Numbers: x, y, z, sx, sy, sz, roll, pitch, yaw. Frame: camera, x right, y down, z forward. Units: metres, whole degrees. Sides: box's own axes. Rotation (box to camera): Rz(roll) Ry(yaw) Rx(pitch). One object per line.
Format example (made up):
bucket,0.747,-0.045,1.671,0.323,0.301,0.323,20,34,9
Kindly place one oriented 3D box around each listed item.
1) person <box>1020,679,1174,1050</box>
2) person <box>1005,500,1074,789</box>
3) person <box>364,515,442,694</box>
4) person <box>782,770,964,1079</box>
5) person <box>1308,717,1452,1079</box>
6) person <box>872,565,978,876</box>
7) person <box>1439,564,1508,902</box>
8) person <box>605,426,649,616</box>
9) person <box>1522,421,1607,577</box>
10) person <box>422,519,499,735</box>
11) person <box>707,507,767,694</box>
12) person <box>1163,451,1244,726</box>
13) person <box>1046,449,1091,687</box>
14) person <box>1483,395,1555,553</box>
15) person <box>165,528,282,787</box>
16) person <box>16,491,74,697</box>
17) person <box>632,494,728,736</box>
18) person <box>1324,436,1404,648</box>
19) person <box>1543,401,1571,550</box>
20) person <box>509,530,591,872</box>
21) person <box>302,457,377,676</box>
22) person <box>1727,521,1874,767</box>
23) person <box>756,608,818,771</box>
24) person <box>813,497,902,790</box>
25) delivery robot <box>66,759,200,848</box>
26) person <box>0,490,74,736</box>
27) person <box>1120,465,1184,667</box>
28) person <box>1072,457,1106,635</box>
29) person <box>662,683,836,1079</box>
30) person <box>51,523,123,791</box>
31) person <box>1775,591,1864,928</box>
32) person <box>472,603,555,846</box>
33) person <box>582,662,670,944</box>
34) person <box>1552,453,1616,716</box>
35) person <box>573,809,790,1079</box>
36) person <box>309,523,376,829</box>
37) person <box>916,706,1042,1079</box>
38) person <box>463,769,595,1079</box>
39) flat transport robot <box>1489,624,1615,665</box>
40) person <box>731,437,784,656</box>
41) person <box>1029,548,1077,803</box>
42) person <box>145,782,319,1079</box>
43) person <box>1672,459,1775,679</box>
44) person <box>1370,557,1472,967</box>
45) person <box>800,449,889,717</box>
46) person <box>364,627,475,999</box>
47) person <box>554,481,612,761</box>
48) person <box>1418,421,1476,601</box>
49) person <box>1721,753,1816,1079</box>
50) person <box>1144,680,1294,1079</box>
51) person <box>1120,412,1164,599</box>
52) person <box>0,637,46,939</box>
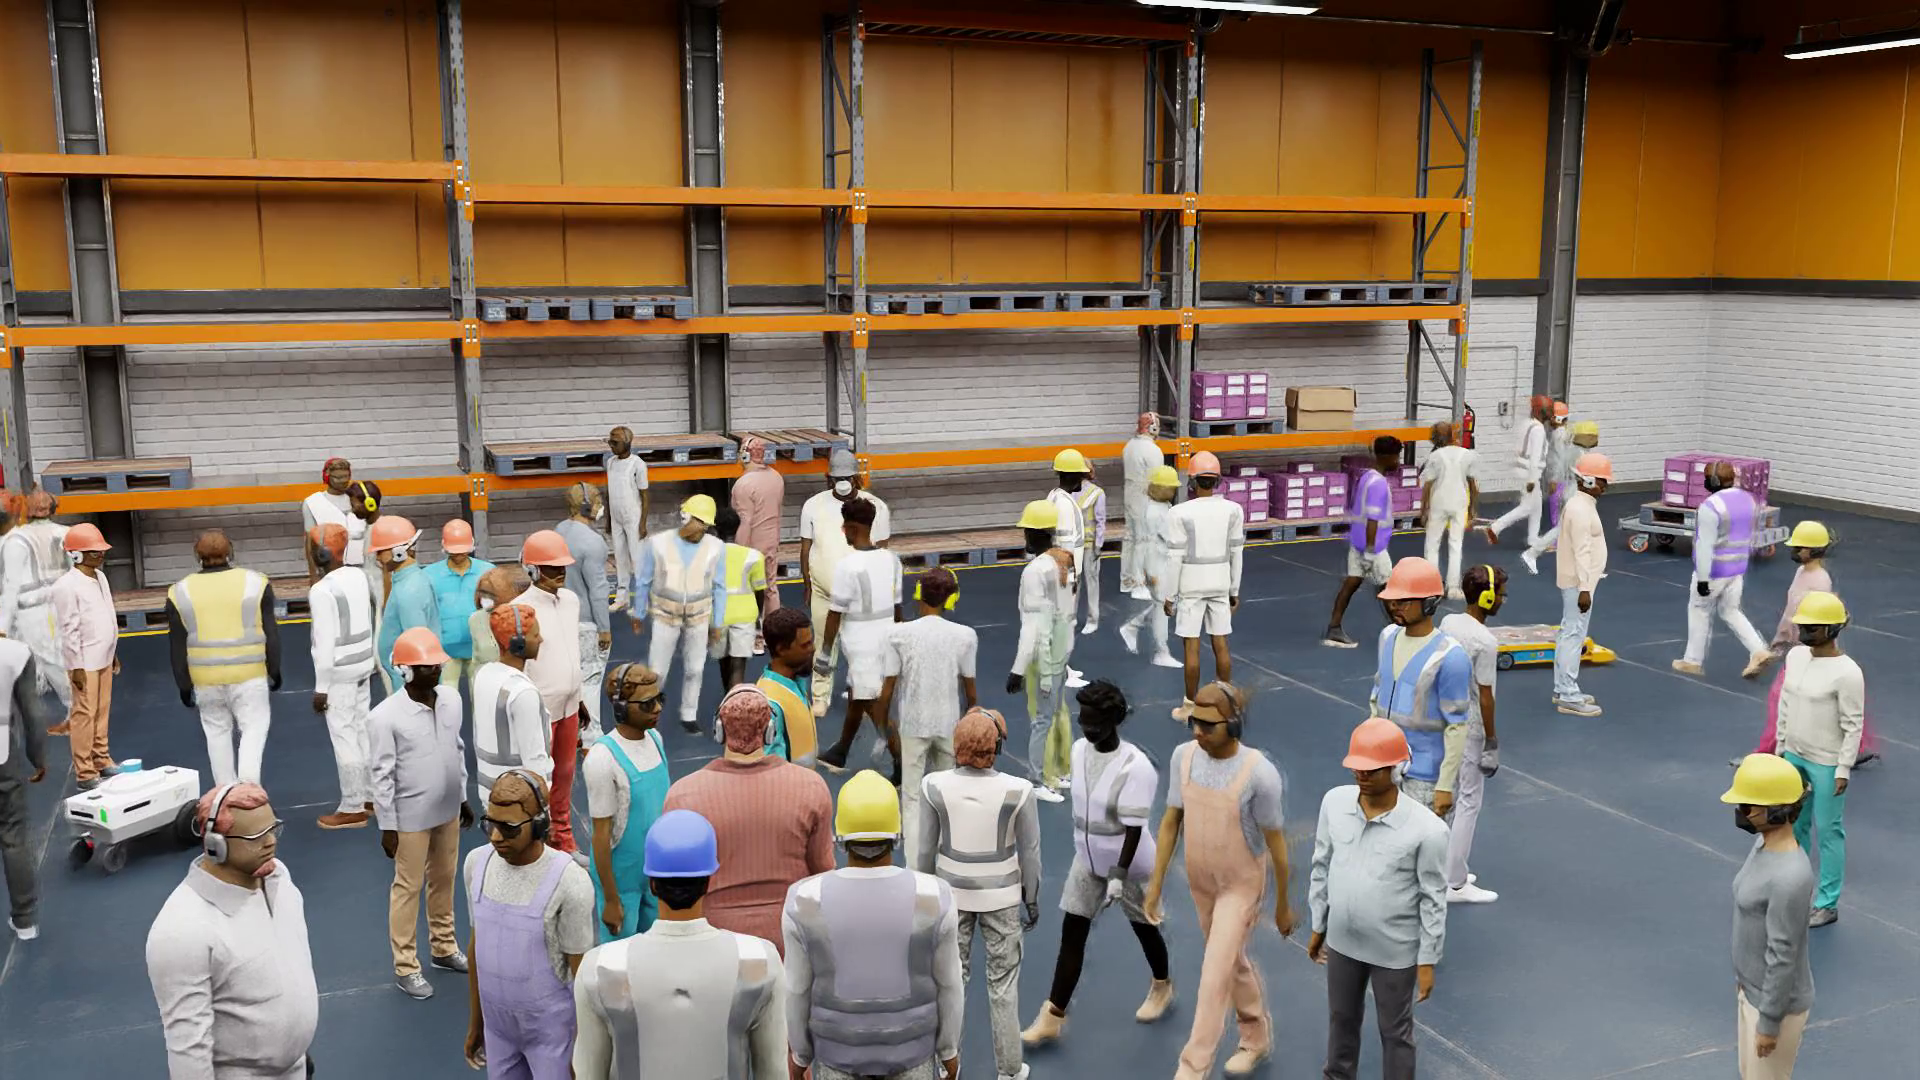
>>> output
person,0.662,1.419,7.367,0.870,1.646,0.537,-9,13,-41
person,0.530,0.709,10.666,0.442,1.928,0.673,4,11,24
person,-3.237,0.834,9.761,0.403,1.985,0.622,-3,10,-15
person,-0.283,1.649,5.500,0.590,1.837,0.404,0,10,-3
person,1.580,1.532,6.409,0.561,1.753,0.332,9,14,43
person,-0.172,1.071,8.875,0.583,1.845,0.526,-2,10,-12
person,2.748,1.040,8.968,0.347,1.855,0.531,-2,10,-13
person,-3.219,-0.186,16.046,0.517,1.843,0.325,7,12,33
person,6.566,-0.442,17.952,0.819,1.710,0.510,1,10,4
person,-3.337,0.713,11.159,0.572,1.739,0.348,-4,11,-23
person,-1.691,0.585,12.196,0.539,1.636,0.869,0,10,0
person,1.788,0.359,12.339,0.610,2.043,0.397,-3,10,-16
person,0.863,0.222,13.461,0.367,1.927,0.587,-1,10,-4
person,6.536,-0.763,19.356,0.735,1.858,0.591,3,10,14
person,-4.519,0.834,10.241,0.630,1.822,0.737,-3,10,-17
person,-7.177,0.427,13.106,0.523,1.640,0.311,0,10,-3
person,-2.005,0.555,12.005,0.678,1.779,0.404,-3,10,-14
person,3.687,0.028,14.647,0.988,1.904,0.628,0,10,1
person,6.993,-0.754,19.574,0.320,1.755,0.563,3,10,18
person,-2.266,0.927,9.206,0.381,1.994,0.620,4,11,21
person,-5.082,0.233,13.632,0.382,1.843,0.571,8,13,38
person,5.753,0.718,11.192,0.894,1.725,0.526,3,10,18
person,-0.805,1.247,7.583,0.393,1.919,0.589,0,10,-1
person,-0.613,0.677,10.908,0.950,1.929,0.603,6,11,31
delivery robot,-4.797,1.519,9.668,0.477,0.478,0.707,4,11,24
person,-6.760,0.556,11.839,0.997,1.820,0.581,-7,12,-35
person,1.647,0.216,14.069,0.498,1.724,0.503,4,11,23
person,1.114,0.045,15.310,0.514,1.639,0.311,9,13,42
person,-0.794,1.478,6.286,0.652,1.906,0.408,-2,10,-14
person,-5.662,0.756,10.877,0.327,1.753,0.563,-1,10,-4
person,4.440,1.134,8.670,0.331,1.768,0.526,-2,10,-13
person,-2.078,1.222,7.821,0.340,1.882,0.585,-8,13,-38
person,-1.345,1.405,6.880,0.347,1.847,0.505,3,10,18
person,4.739,0.327,12.671,0.386,1.992,0.609,3,10,14
person,-0.794,1.727,4.787,0.618,1.933,0.420,-3,10,-14
person,-3.759,0.819,10.144,0.338,1.882,0.584,1,10,7
person,0.078,1.501,6.919,0.523,1.639,0.306,2,10,11
person,-1.436,1.641,5.559,0.502,1.840,0.349,5,11,26
flat transport robot,4.797,0.907,14.279,1.431,0.197,0.652,-2,10,-13
person,-1.797,0.053,14.492,0.407,1.906,0.655,5,11,24
person,0.600,0.849,10.691,0.267,1.632,0.507,3,10,17
person,-2.193,1.671,5.174,0.401,1.907,0.646,1,10,5
person,6.292,0.253,13.607,0.653,1.820,0.761,-5,11,-27
person,2.190,1.089,8.132,0.374,2.043,0.614,-5,11,-25
person,-0.863,0.329,12.519,0.677,2.000,0.536,-1,10,-4
person,-2.533,1.270,7.906,0.324,1.754,0.573,5,11,27
person,-2.593,0.557,11.499,0.356,1.938,0.638,-8,13,-39
person,4.856,-0.272,16.645,0.640,1.815,0.354,0,10,-2
person,2.845,1.616,5.924,0.345,1.758,0.532,3,10,18
person,1.043,1.445,6.806,0.951,1.787,0.502,-9,13,-41
person,1.875,-0.354,16.908,0.408,1.895,0.659,-3,10,-18
person,-4.941,1.117,8.372,0.598,1.903,0.464,-3,10,-16
